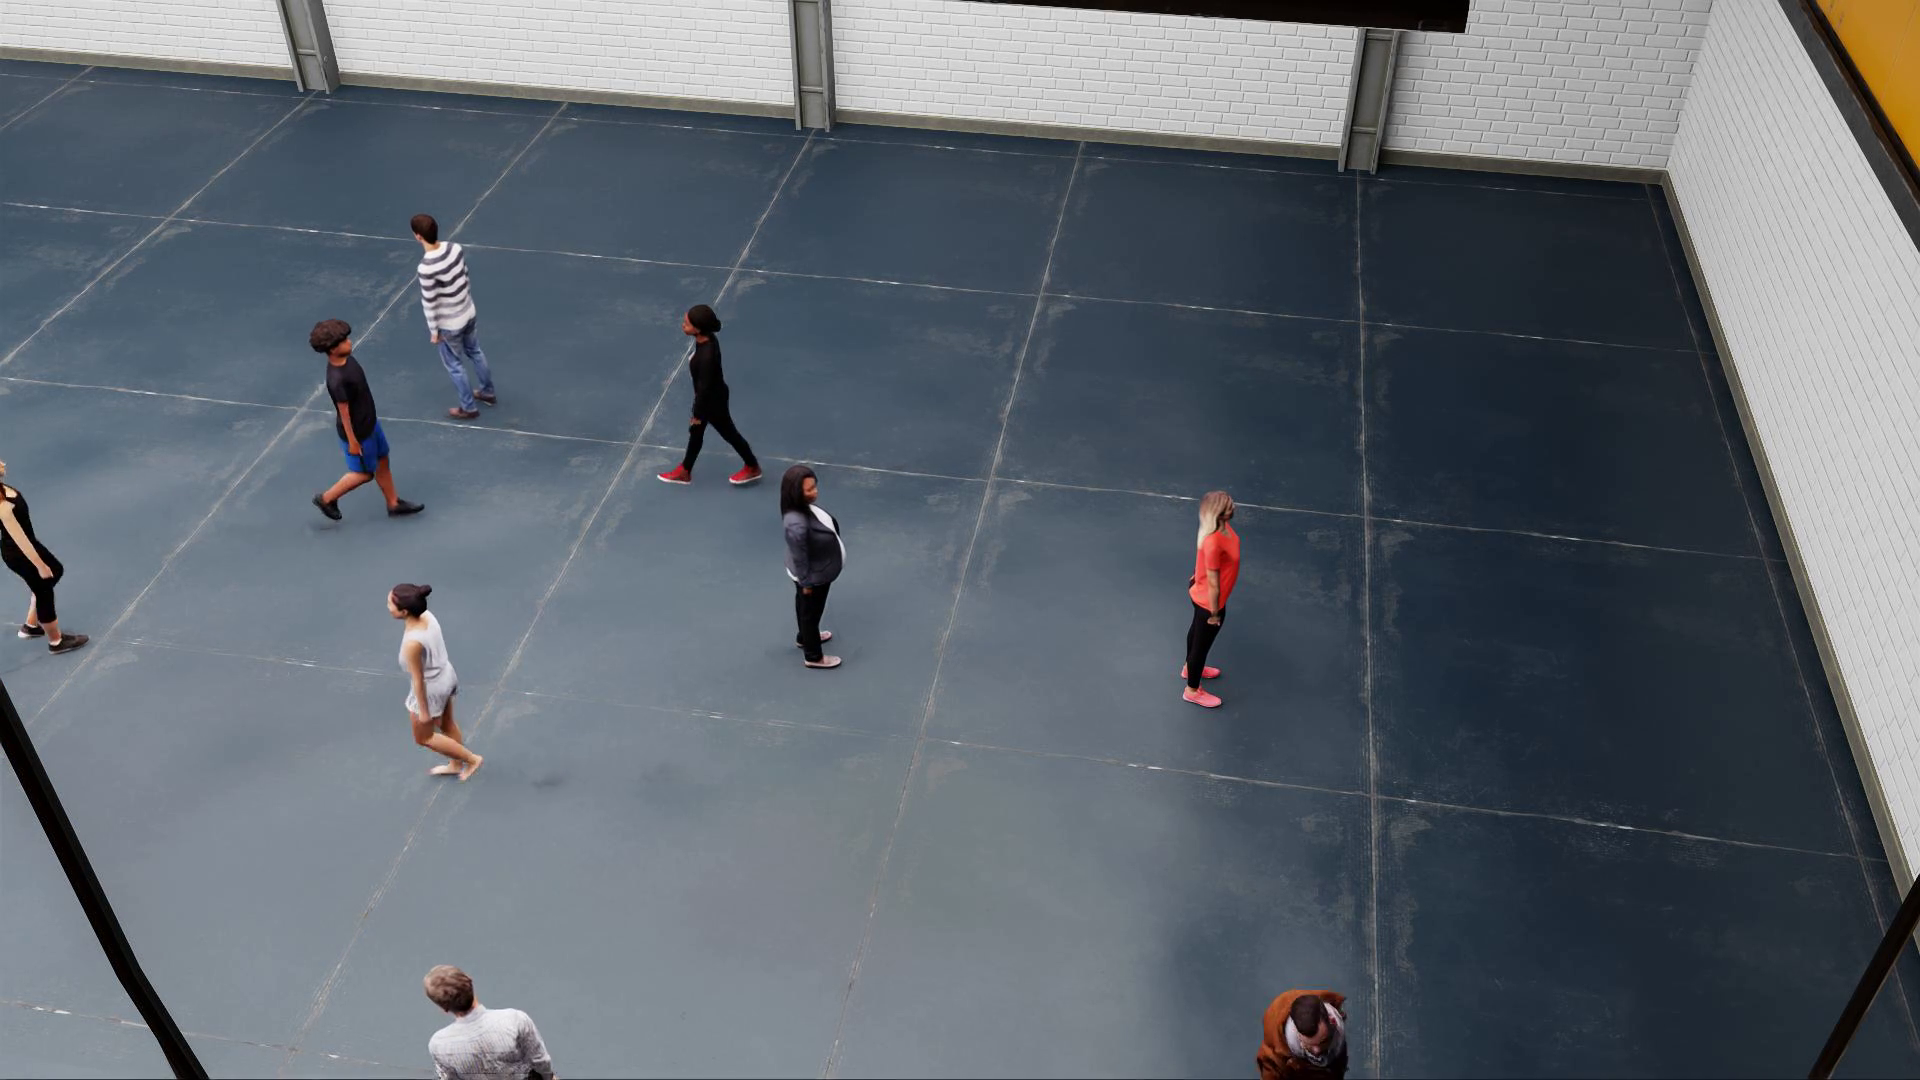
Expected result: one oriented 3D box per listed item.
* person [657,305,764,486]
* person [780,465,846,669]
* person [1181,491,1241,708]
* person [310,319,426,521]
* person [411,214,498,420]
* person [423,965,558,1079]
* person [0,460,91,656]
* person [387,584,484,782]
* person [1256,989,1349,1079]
[{"bbox_3d":[-1.851,-1.084,12.944,1.146,1.634,0.873,-7,39,-9],"label":"person"},{"bbox_3d":[-1.046,0.176,11.396,0.778,1.596,0.766,-7,39,-9],"label":"person"},{"bbox_3d":[1.653,0.362,11.084,0.529,1.694,0.595,4,39,5],"label":"person"},{"bbox_3d":[-4.627,-0.857,12.542,1.105,1.781,0.822,-6,39,-7],"label":"person"},{"bbox_3d":[-4.155,-1.841,13.731,0.671,1.834,0.715,17,42,20],"label":"person"},{"bbox_3d":[-2.205,2.733,8.049,1.036,1.778,1.000,-9,39,-11],"label":"person"},{"bbox_3d":[-6.489,0.119,11.372,0.818,1.715,0.758,-23,44,-27],"label":"person"},{"bbox_3d":[-3.243,0.915,10.466,0.675,1.602,0.649,-3,39,-3],"label":"person"},{"bbox_3d":[1.622,2.699,8.060,0.873,1.817,0.882,15,41,18],"label":"person"}]
